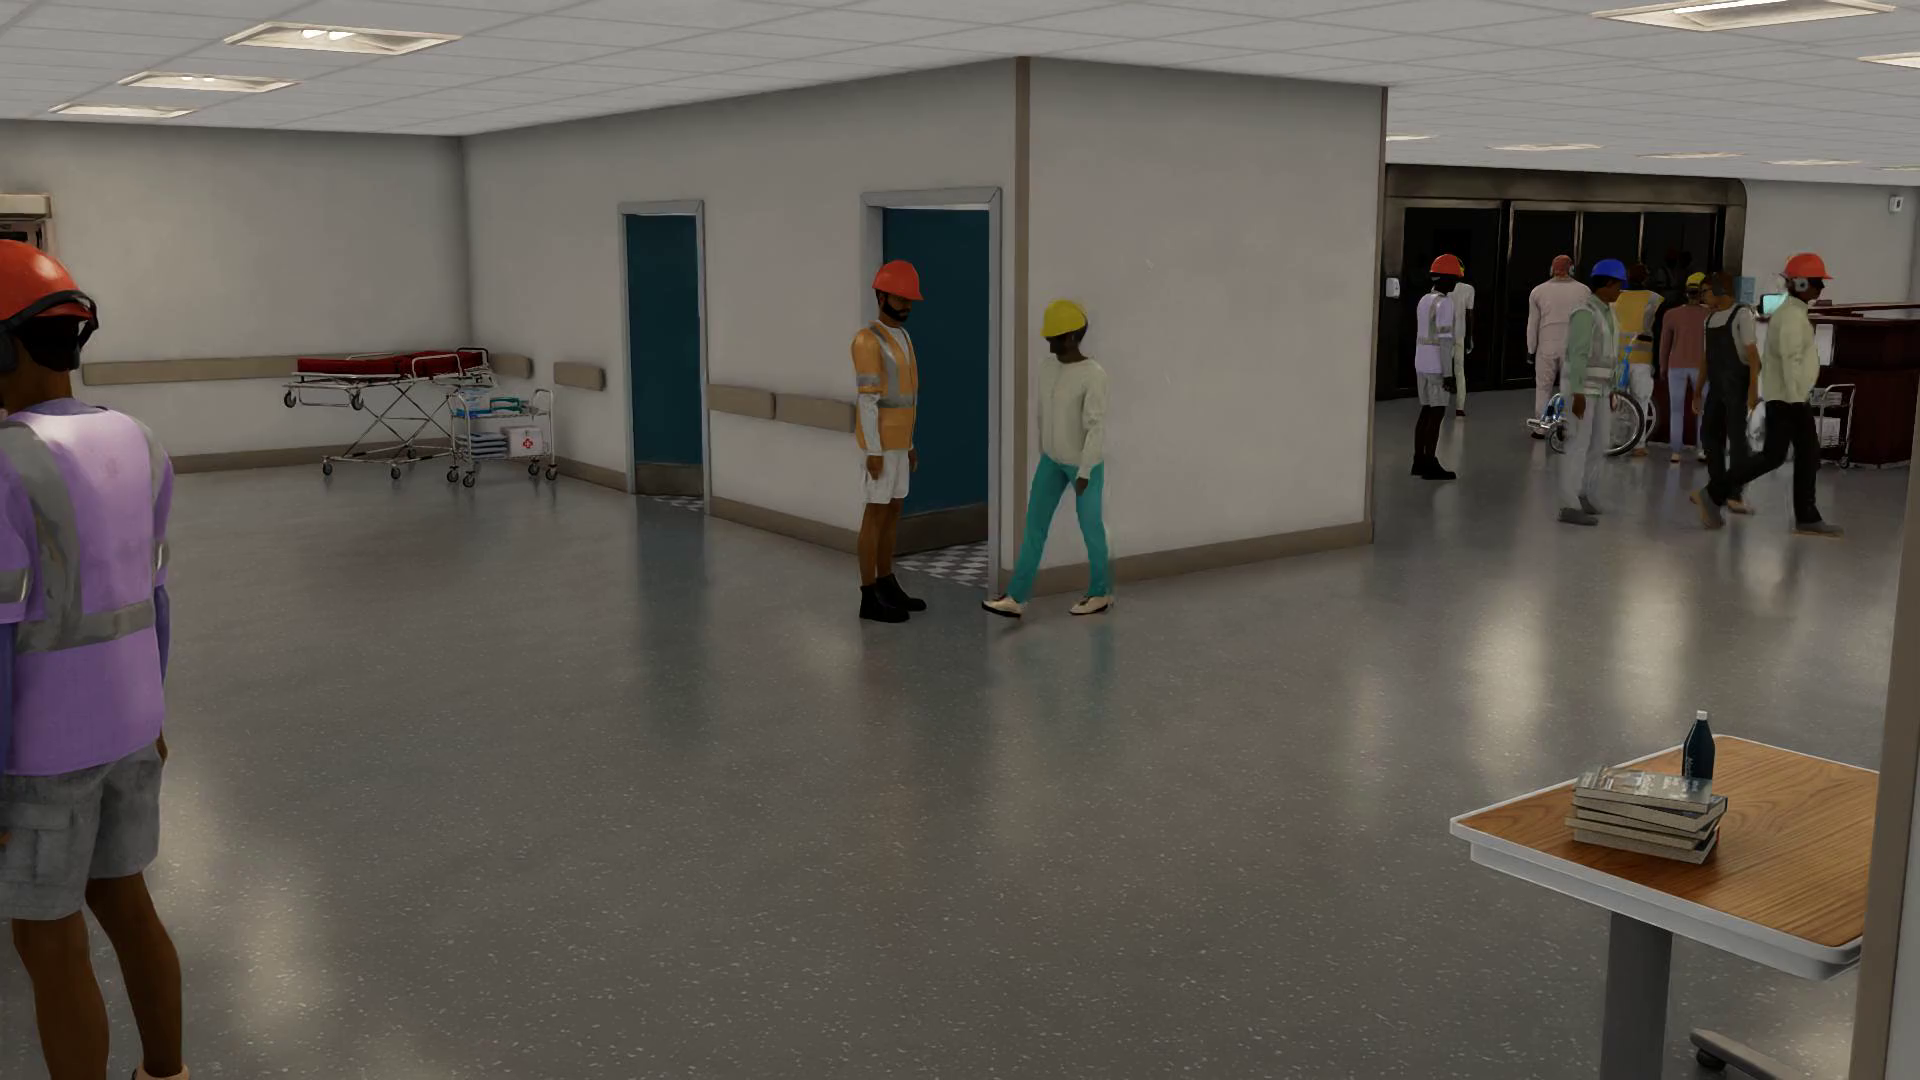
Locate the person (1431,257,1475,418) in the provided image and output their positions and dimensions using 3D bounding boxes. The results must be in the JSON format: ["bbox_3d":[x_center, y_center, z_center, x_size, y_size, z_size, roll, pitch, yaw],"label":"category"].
[{"bbox_3d":[5.700,-2.348,19.326,0.535,1.865,0.310,1,10,6],"label":"person"}]

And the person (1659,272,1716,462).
[{"bbox_3d":[6.704,-1.573,15.290,0.550,1.762,0.363,6,12,29],"label":"person"}]

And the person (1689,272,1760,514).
[{"bbox_3d":[5.831,-1.114,12.597,0.348,1.809,0.652,-3,11,-15],"label":"person"}]

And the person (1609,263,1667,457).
[{"bbox_3d":[6.385,-1.703,15.830,0.649,1.834,0.432,7,12,36],"label":"person"}]

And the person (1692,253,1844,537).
[{"bbox_3d":[5.659,-0.999,11.514,0.892,1.964,0.617,6,12,32],"label":"person"}]

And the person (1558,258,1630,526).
[{"bbox_3d":[4.540,-1.081,12.120,0.741,1.921,0.501,-10,14,-44],"label":"person"}]

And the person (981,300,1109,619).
[{"bbox_3d":[0.514,-0.403,8.819,0.895,1.712,0.538,-9,14,-43],"label":"person"}]

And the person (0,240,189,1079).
[{"bbox_3d":[-1.891,0.400,3.495,0.409,2.029,0.612,1,10,6],"label":"person"}]

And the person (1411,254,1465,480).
[{"bbox_3d":[4.124,-1.486,14.334,0.389,1.928,0.549,-1,10,-6],"label":"person"}]

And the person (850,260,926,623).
[{"bbox_3d":[-0.365,-0.531,8.968,0.375,1.930,0.542,4,11,20],"label":"person"}]

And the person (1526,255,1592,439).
[{"bbox_3d":[6.175,-1.980,17.173,0.639,1.901,0.406,3,10,15],"label":"person"}]
